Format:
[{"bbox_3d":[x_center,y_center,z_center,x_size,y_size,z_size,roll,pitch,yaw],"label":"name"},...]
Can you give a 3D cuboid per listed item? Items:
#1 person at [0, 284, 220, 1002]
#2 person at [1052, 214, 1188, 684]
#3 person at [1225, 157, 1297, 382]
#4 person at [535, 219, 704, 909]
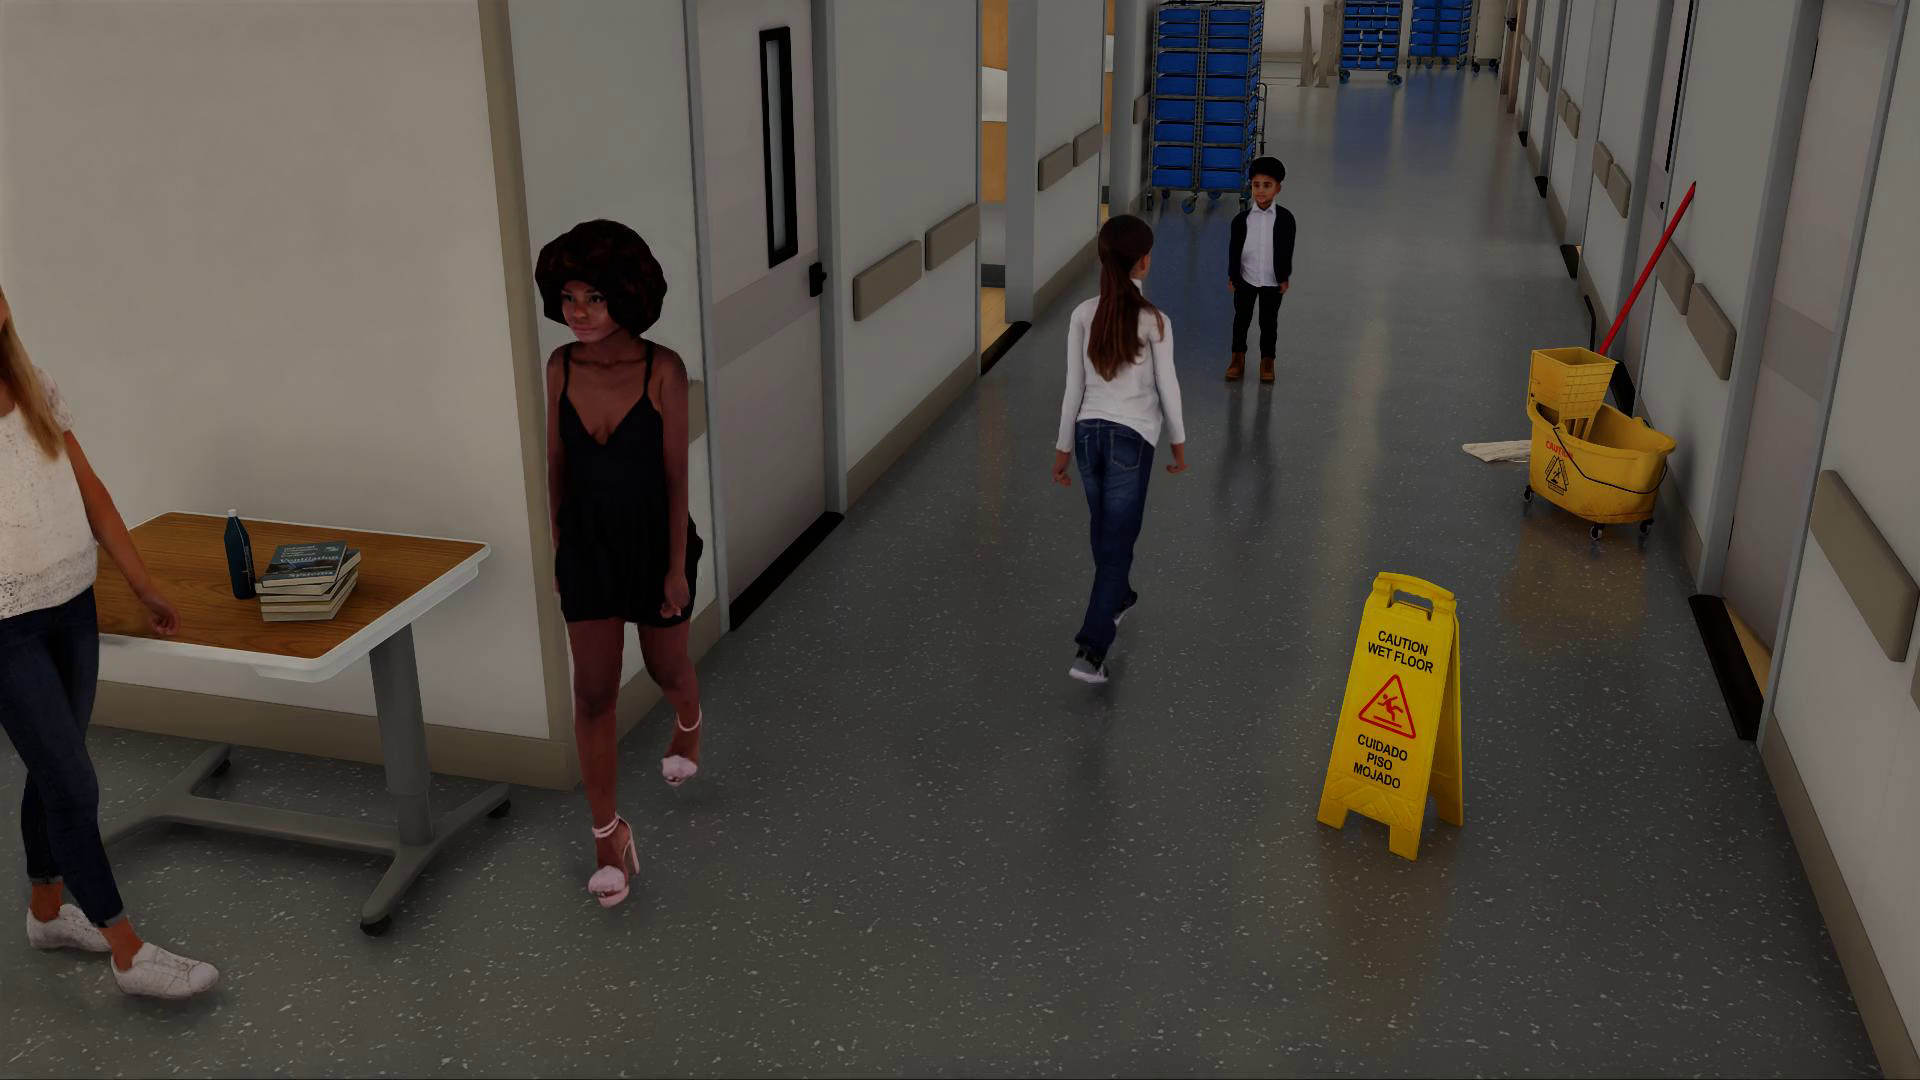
[{"bbox_3d":[-2.240,0.208,3.881,0.715,1.789,0.800,3,21,9],"label":"person"},{"bbox_3d":[0.479,-0.261,5.508,0.682,1.514,1.132,10,23,25],"label":"person"},{"bbox_3d":[1.655,-1.494,9.170,0.495,1.227,0.476,5,21,14],"label":"person"},{"bbox_3d":[-0.835,0.044,4.371,0.717,1.749,1.056,2,21,4],"label":"person"}]
